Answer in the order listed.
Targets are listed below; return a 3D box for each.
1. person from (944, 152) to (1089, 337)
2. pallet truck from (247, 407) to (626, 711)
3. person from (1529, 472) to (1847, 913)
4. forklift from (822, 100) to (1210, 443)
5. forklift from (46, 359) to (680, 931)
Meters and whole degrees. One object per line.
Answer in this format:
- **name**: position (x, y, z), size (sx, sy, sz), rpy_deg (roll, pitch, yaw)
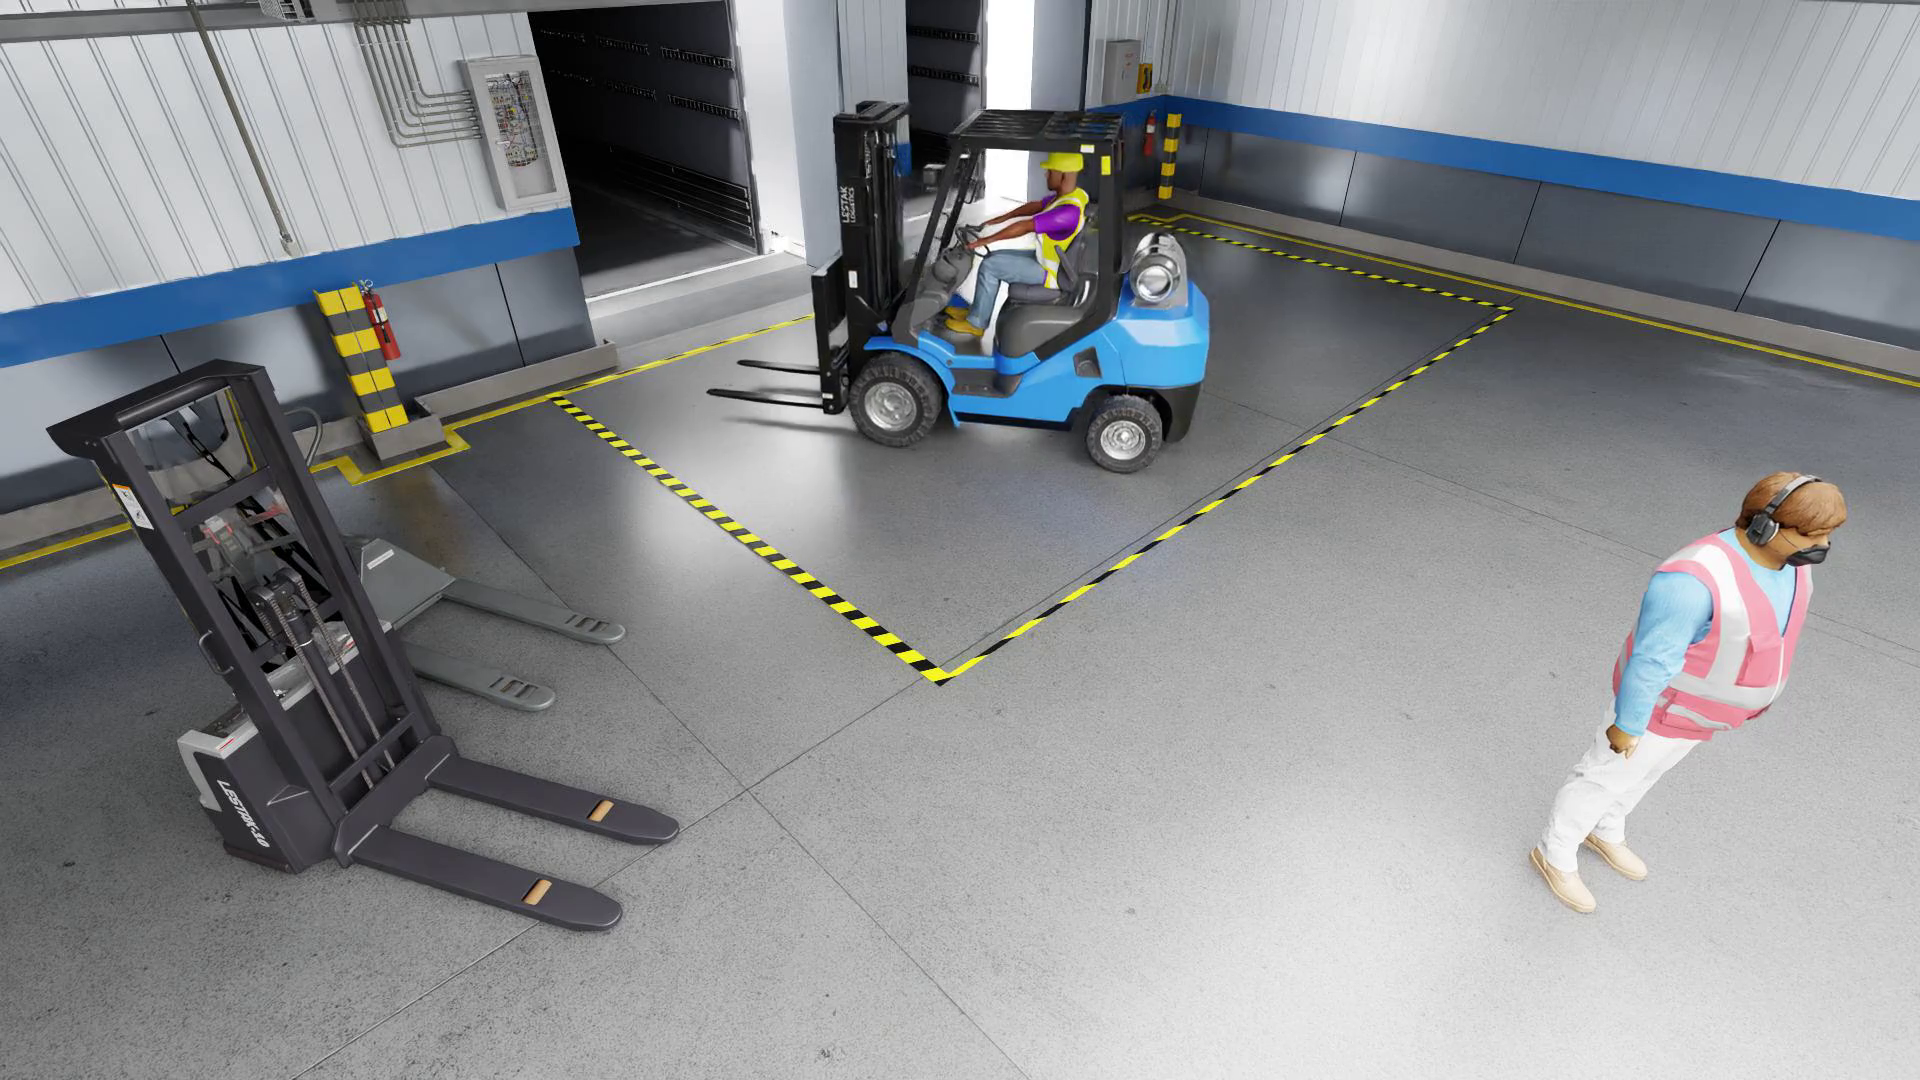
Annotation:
- **person**: position (0.360, -2.056, 6.348), size (1.004, 1.294, 0.635), rpy_deg (7, 35, 10)
- **pallet truck**: position (-2.628, 0.038, 4.590), size (1.601, 1.201, 0.680), rpy_deg (12, 36, 18)
- **person**: position (2.559, 0.579, 3.260), size (0.621, 1.844, 0.429), rpy_deg (-15, 37, -20)
- **forklift**: position (0.417, -1.890, 6.437), size (2.680, 2.036, 1.157), rpy_deg (7, 35, 10)
- **forklift**: position (-2.135, 0.422, 3.354), size (1.885, 1.965, 0.823), rpy_deg (10, 35, 14)
